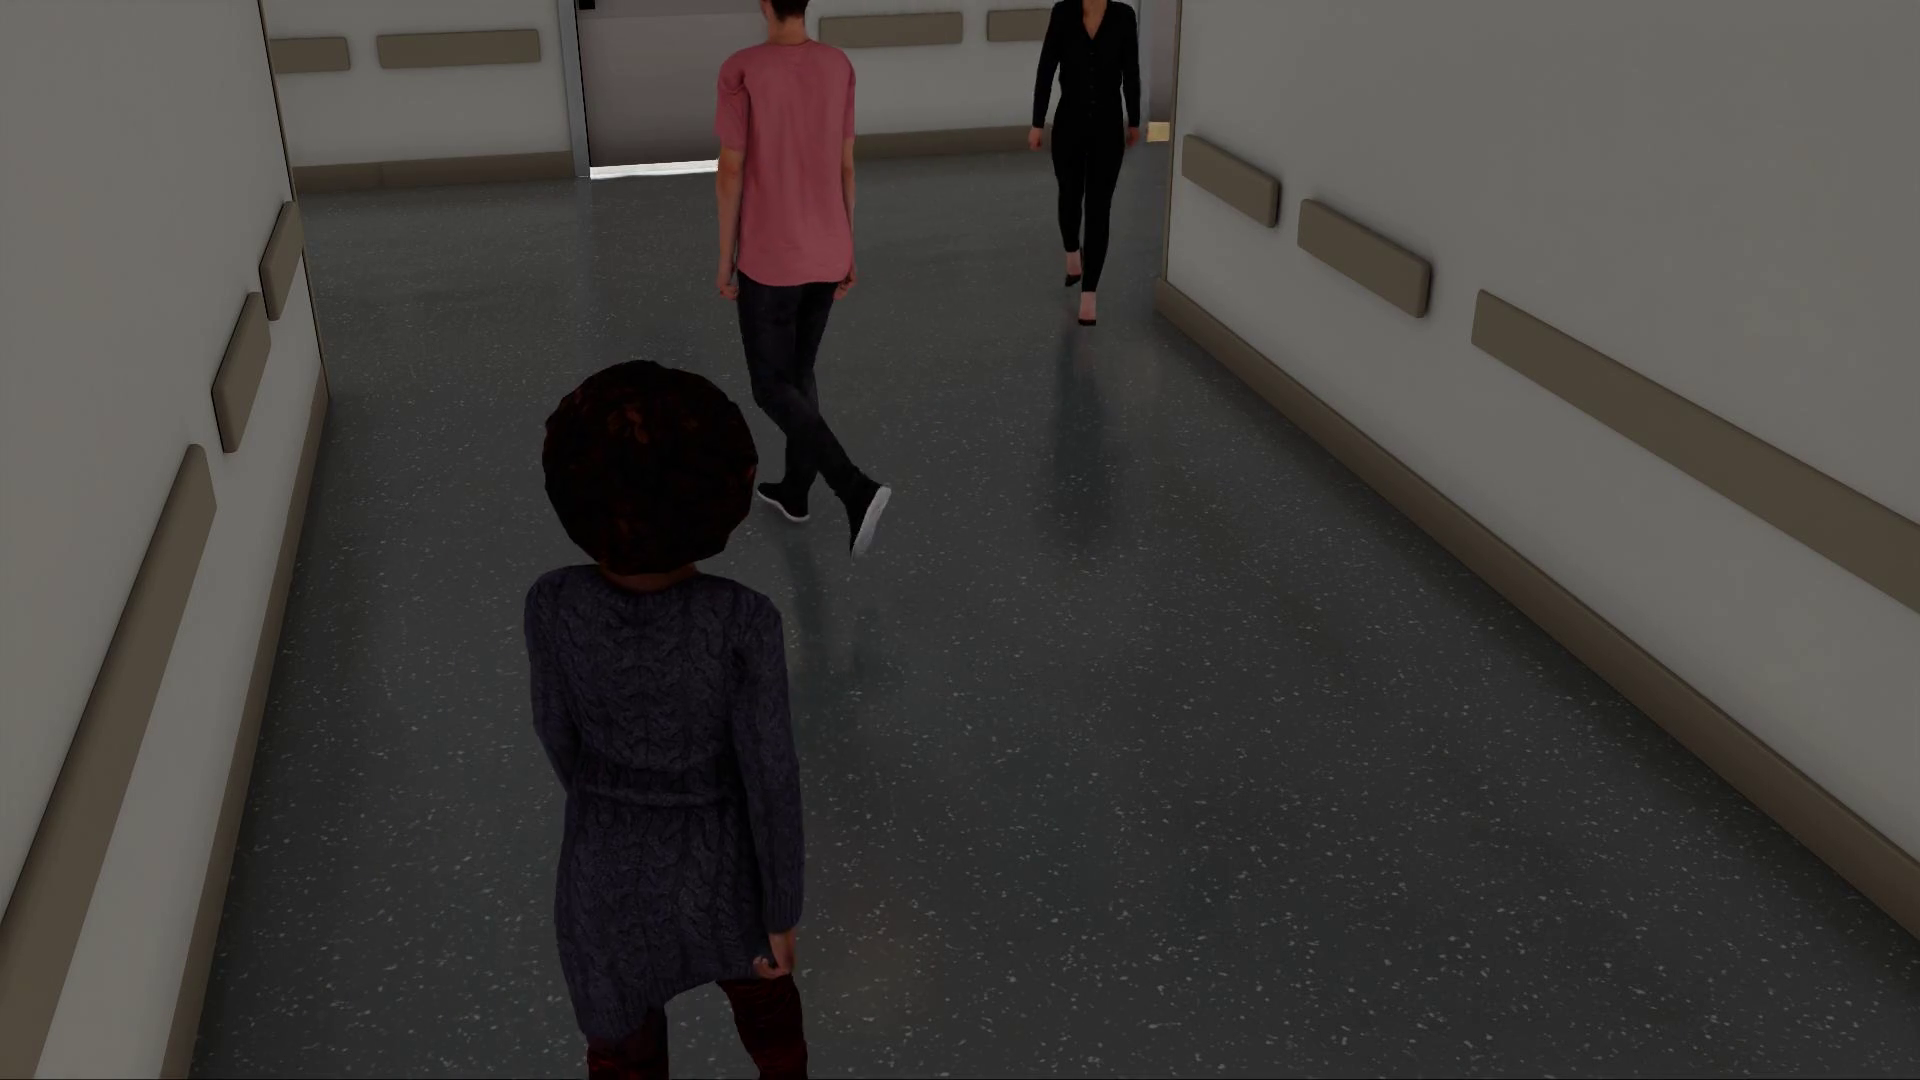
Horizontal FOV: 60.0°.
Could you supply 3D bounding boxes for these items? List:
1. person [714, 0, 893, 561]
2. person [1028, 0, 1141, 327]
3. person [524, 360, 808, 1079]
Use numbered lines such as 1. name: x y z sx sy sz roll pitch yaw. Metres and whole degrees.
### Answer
1. person: -0.491 -0.853 5.258 1.139 1.933 1.002 -19 32 -34
2. person: 0.580 -1.863 7.653 1.108 1.672 0.960 3 26 7
3. person: -0.471 0.606 2.540 1.067 1.667 0.885 2 26 4
